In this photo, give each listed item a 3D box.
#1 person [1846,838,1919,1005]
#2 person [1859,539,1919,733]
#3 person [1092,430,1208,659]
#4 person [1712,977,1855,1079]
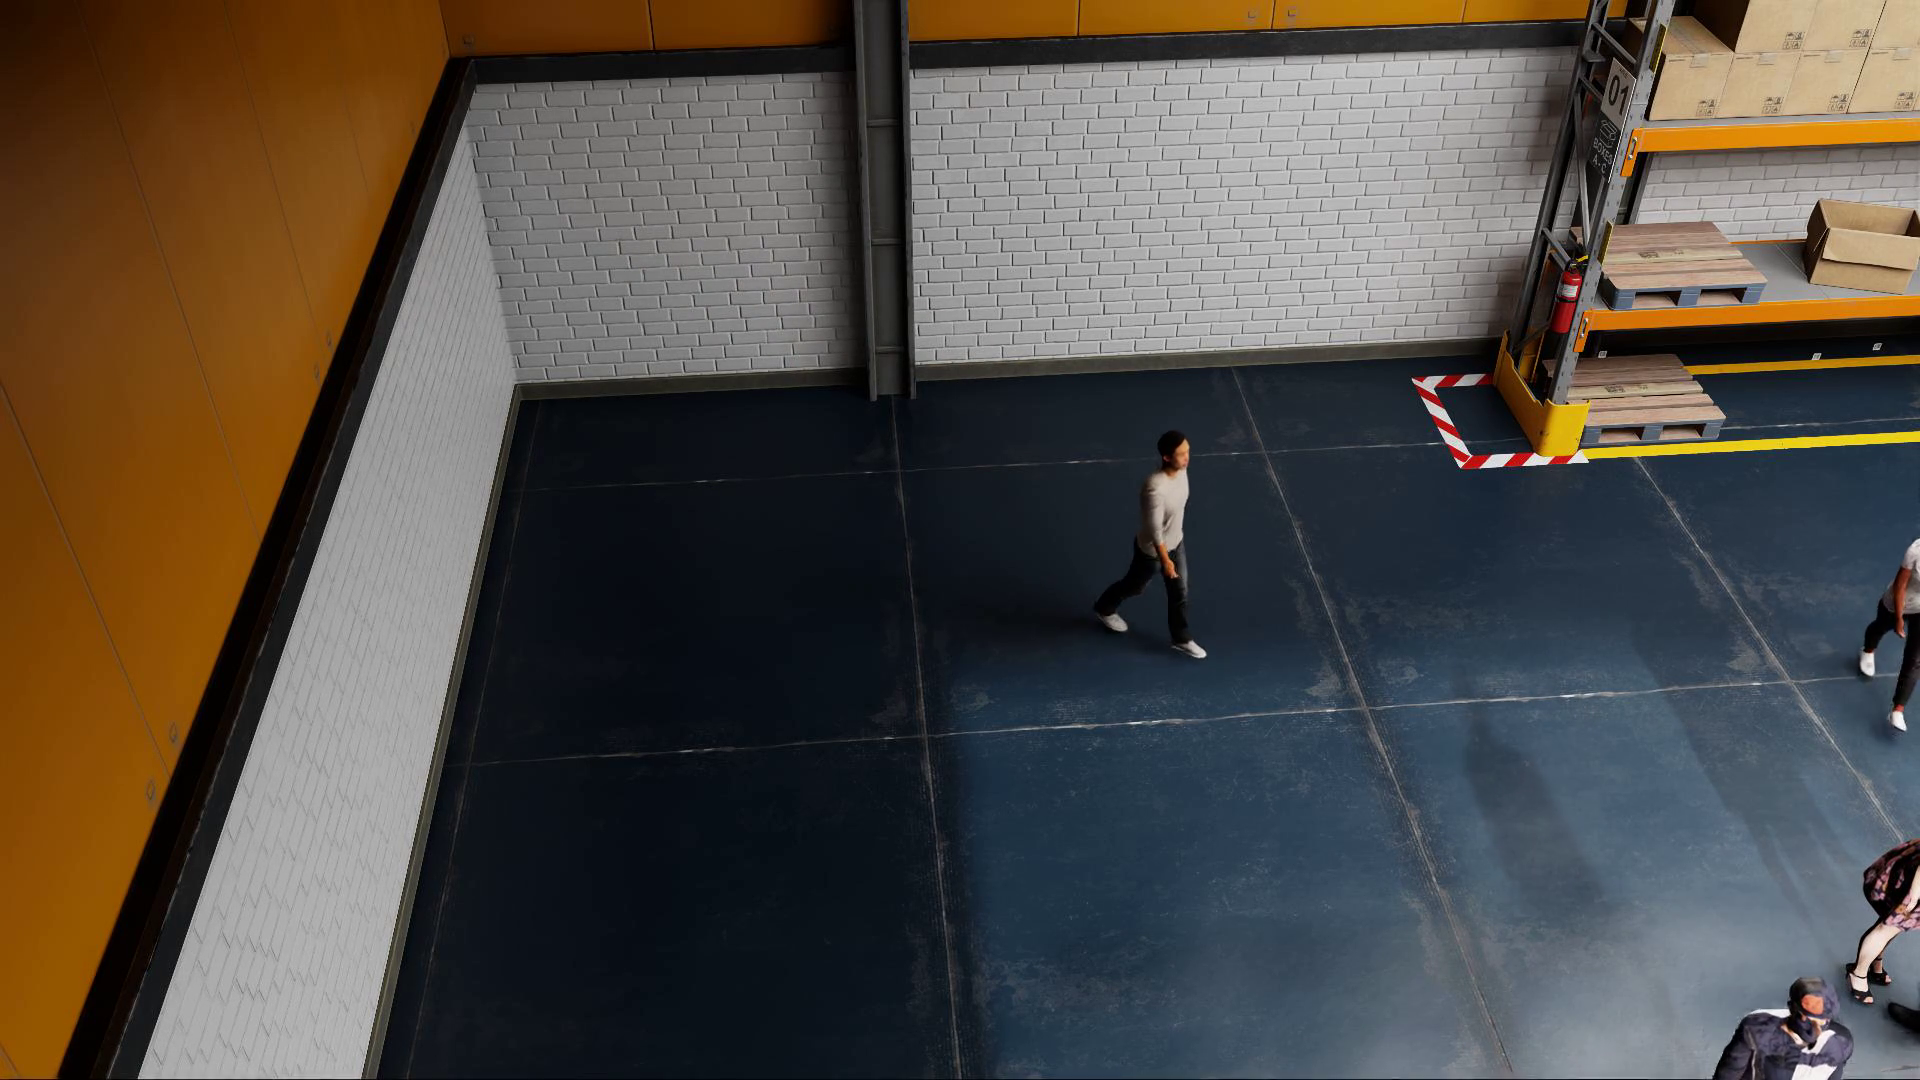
[{"bbox_3d":[5.206,1.844,8.992,0.774,1.774,0.855,-25,45,-27],"label":"person"},{"bbox_3d":[6.252,0.383,10.971,1.111,1.586,0.883,9,40,11],"label":"person"},{"bbox_3d":[1.258,0.000,11.297,1.190,1.777,1.100,24,45,27],"label":"person"},{"bbox_3d":[3.811,2.632,7.916,0.776,1.883,0.874,8,39,10],"label":"person"}]
